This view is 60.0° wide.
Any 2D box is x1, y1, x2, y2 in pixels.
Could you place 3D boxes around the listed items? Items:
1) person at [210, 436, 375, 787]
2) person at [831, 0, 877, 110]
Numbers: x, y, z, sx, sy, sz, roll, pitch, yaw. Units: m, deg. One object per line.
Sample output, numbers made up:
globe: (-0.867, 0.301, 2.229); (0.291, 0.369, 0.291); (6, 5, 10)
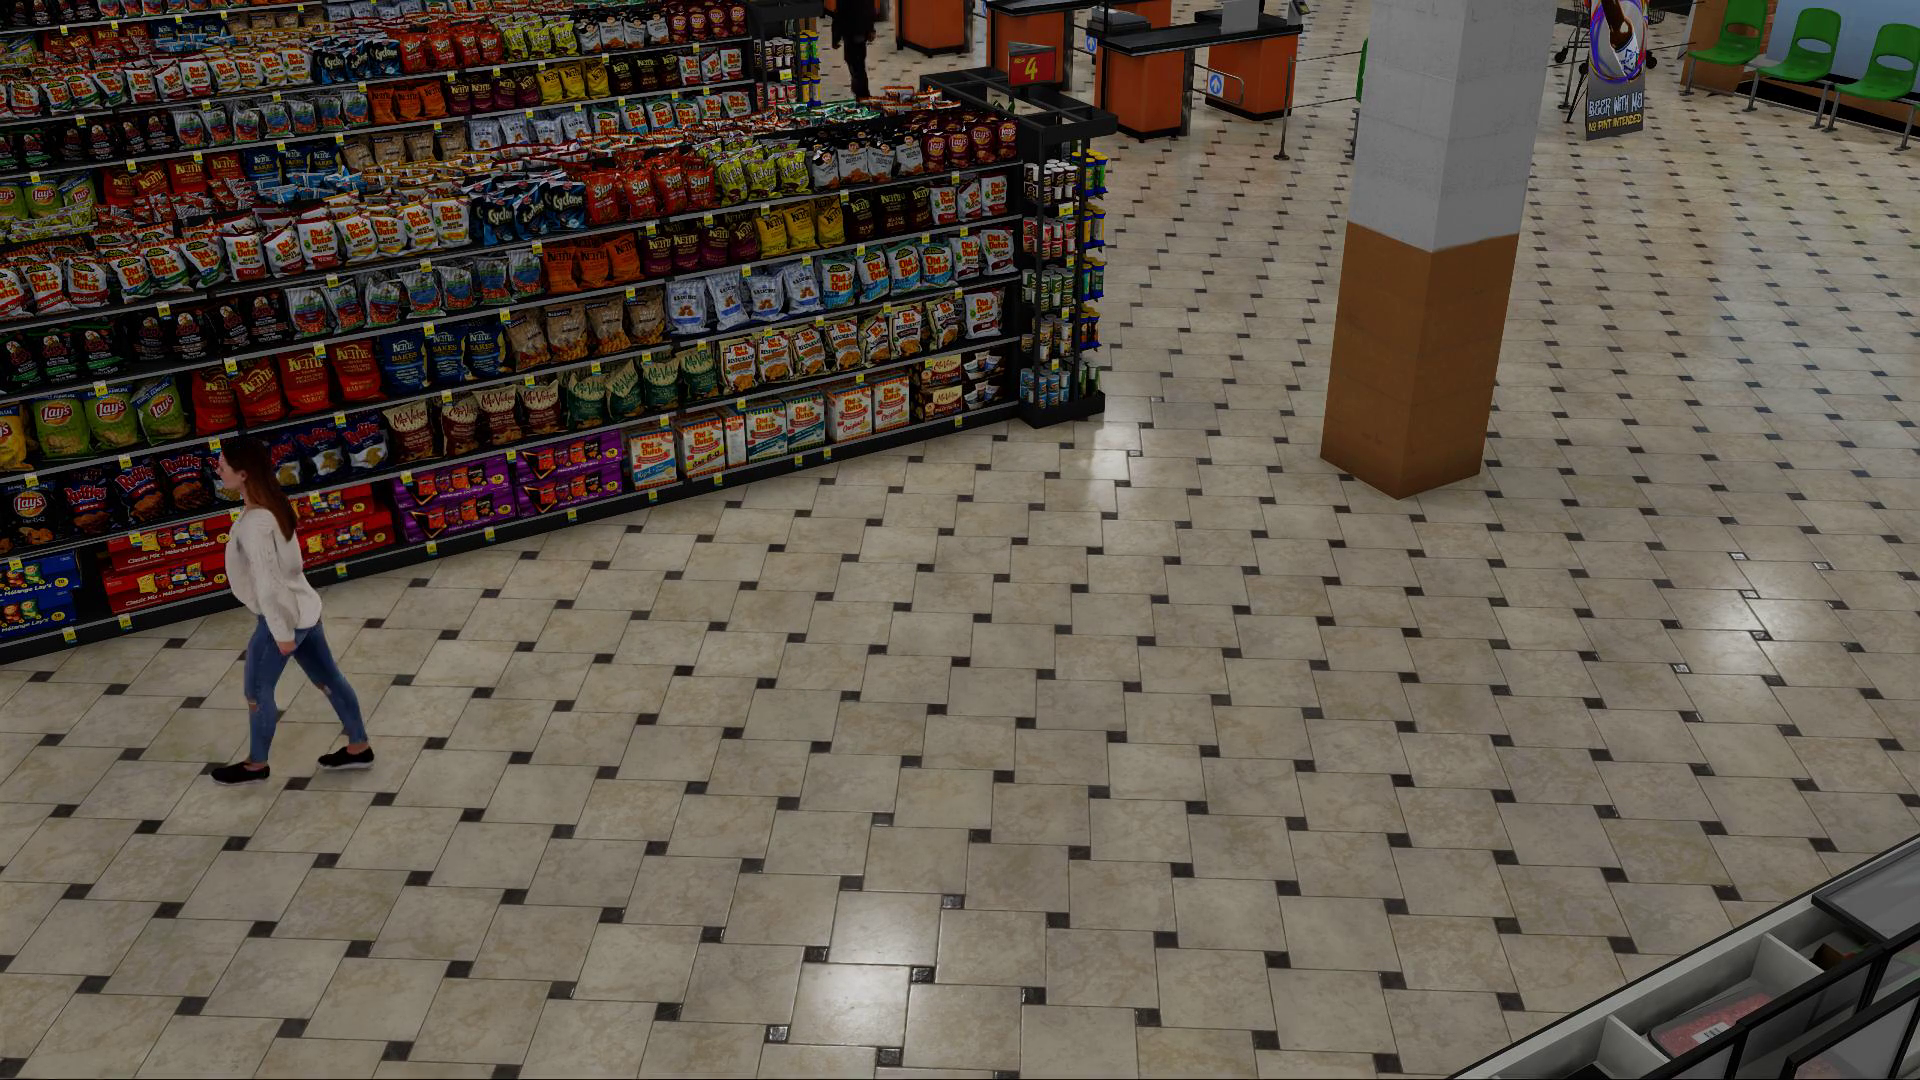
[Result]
person: (-2.851, 0.332, 7.259); (1.017, 1.663, 0.835); (-5, 29, -9)
person: (-1.011, -5.386, 17.575); (0.902, 1.815, 0.805); (15, 32, 25)
